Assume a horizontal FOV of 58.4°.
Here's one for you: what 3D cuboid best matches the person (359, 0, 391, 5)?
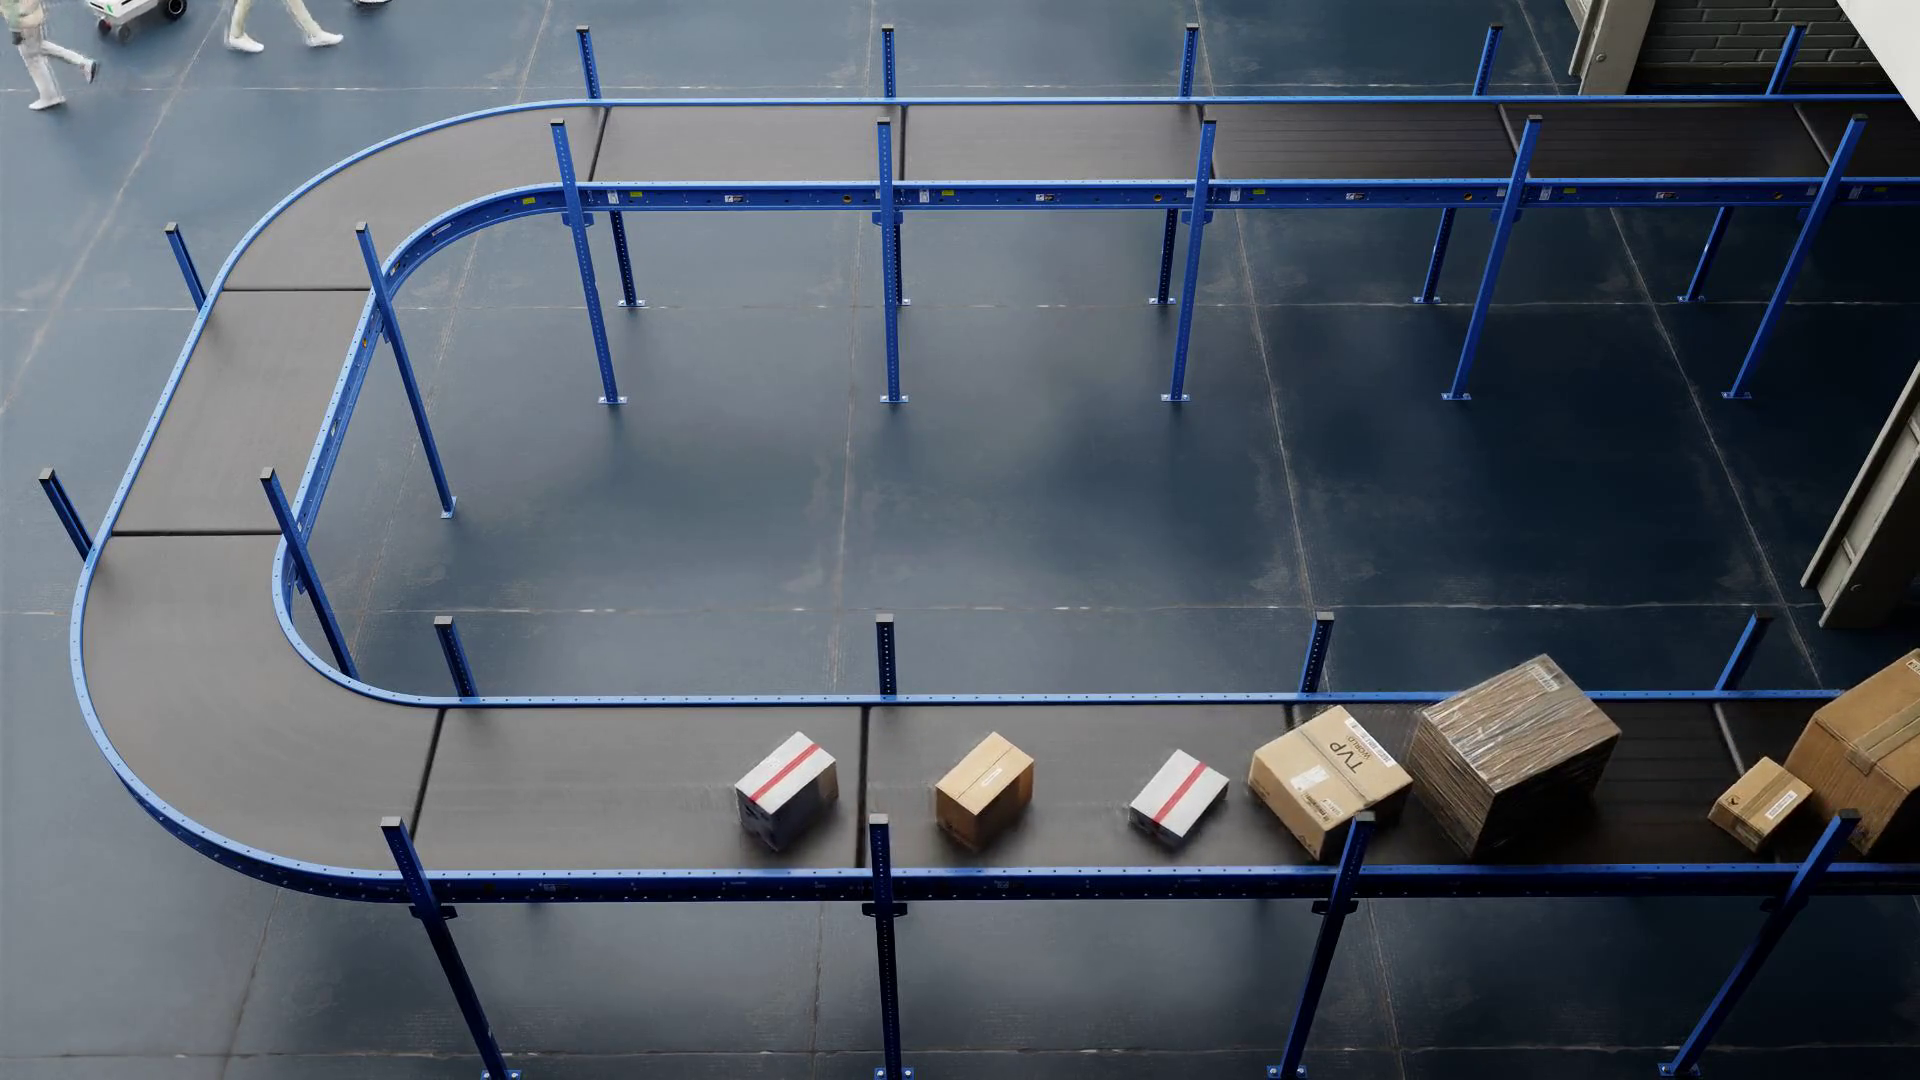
[{"bbox_3d":[-5.545,-5.782,15.399,0.451,1.868,0.694,-28,53,-23],"label":"person"}]

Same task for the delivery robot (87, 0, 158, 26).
[{"bbox_3d":[-7.468,-4.930,15.451,0.477,0.478,0.707,25,52,21],"label":"delivery robot"}]

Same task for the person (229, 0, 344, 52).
[{"bbox_3d":[-6.059,-5.028,14.732,0.987,1.823,0.512,3,47,2],"label":"person"}]

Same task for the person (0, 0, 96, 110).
[{"bbox_3d":[-7.689,-4.334,14.214,0.522,1.619,0.525,-10,48,-9],"label":"person"}]
